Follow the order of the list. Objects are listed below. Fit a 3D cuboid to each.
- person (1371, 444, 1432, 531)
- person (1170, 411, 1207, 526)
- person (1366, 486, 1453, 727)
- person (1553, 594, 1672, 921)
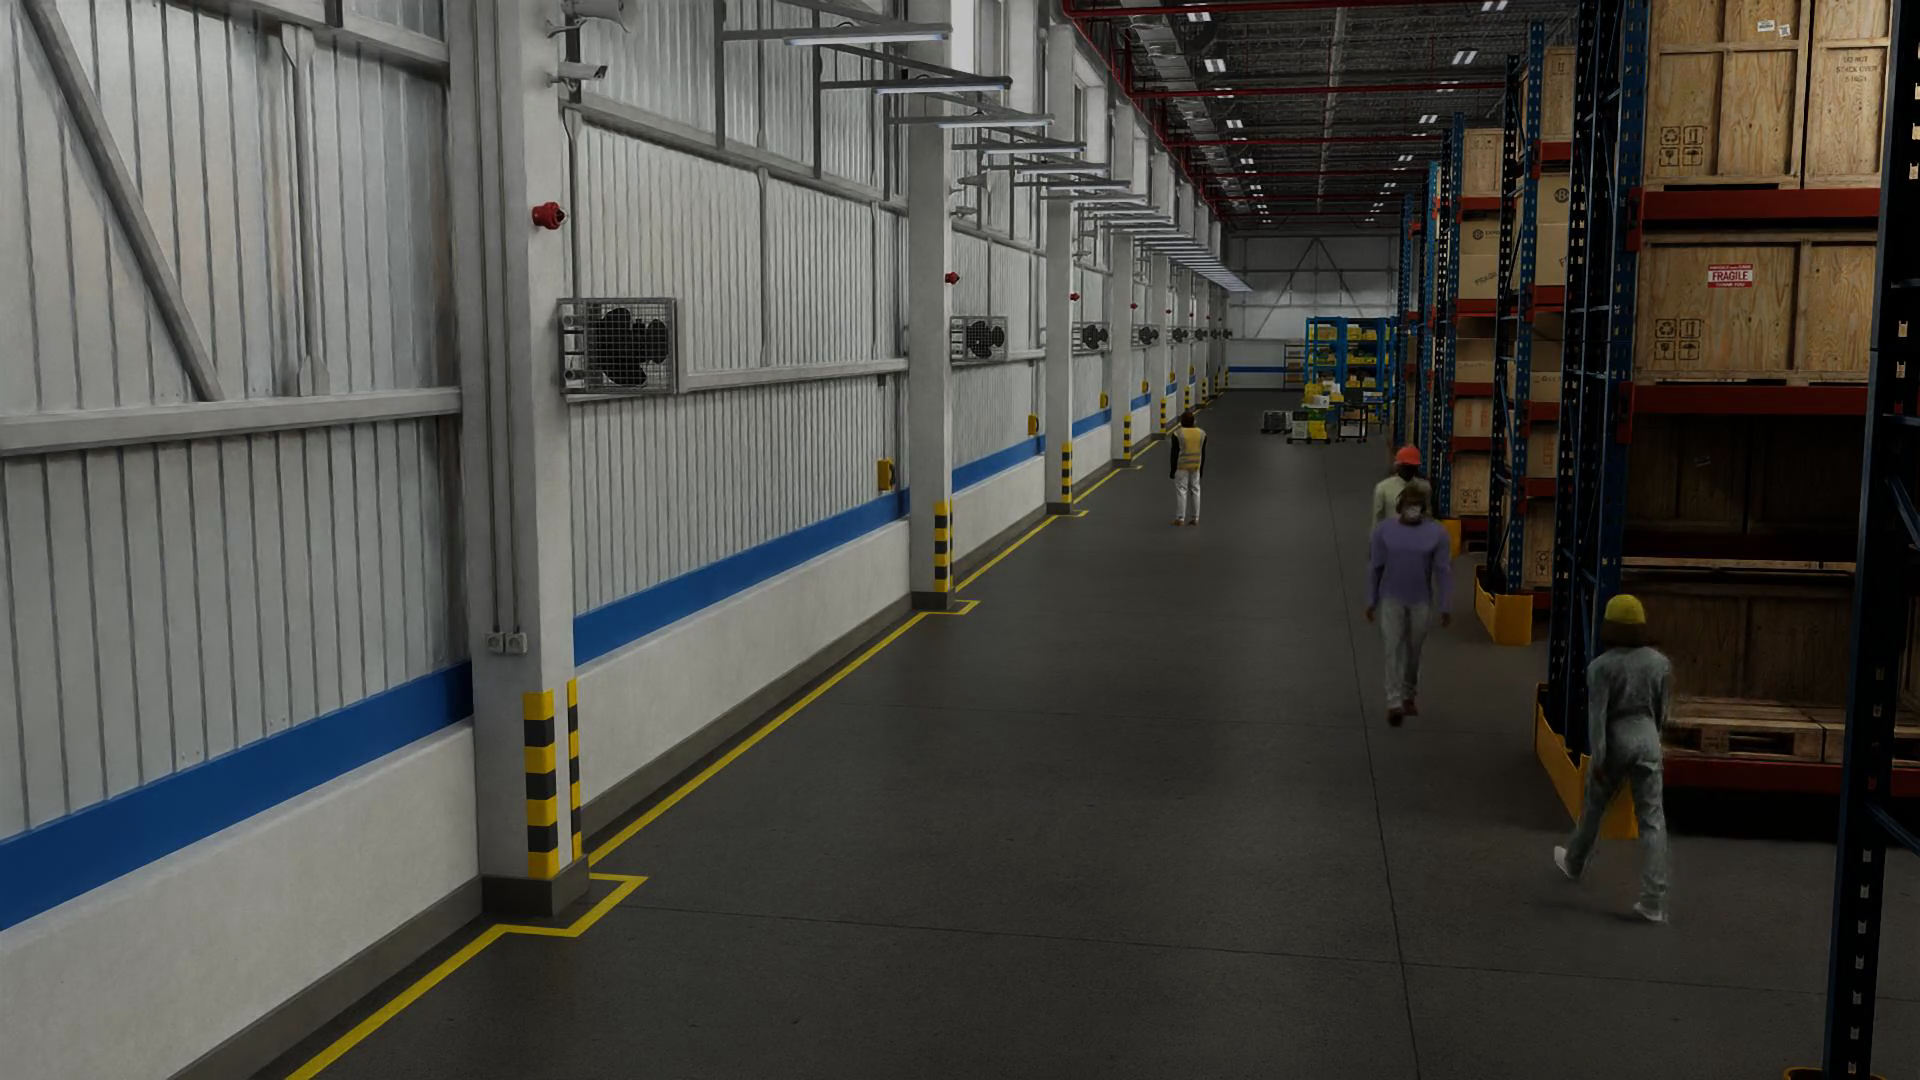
[{"bbox_3d":[4.526,-0.020,17.143,0.640,1.966,0.711,0,7,-3],"label":"person"},{"bbox_3d":[3.633,-1.141,26.654,0.627,1.844,0.429,-3,8,-23],"label":"person"},{"bbox_3d":[3.560,0.520,13.172,0.654,1.881,1.032,1,7,10],"label":"person"},{"bbox_3d":[3.587,1.134,9.021,0.491,1.694,0.920,0,7,-4],"label":"person"}]
